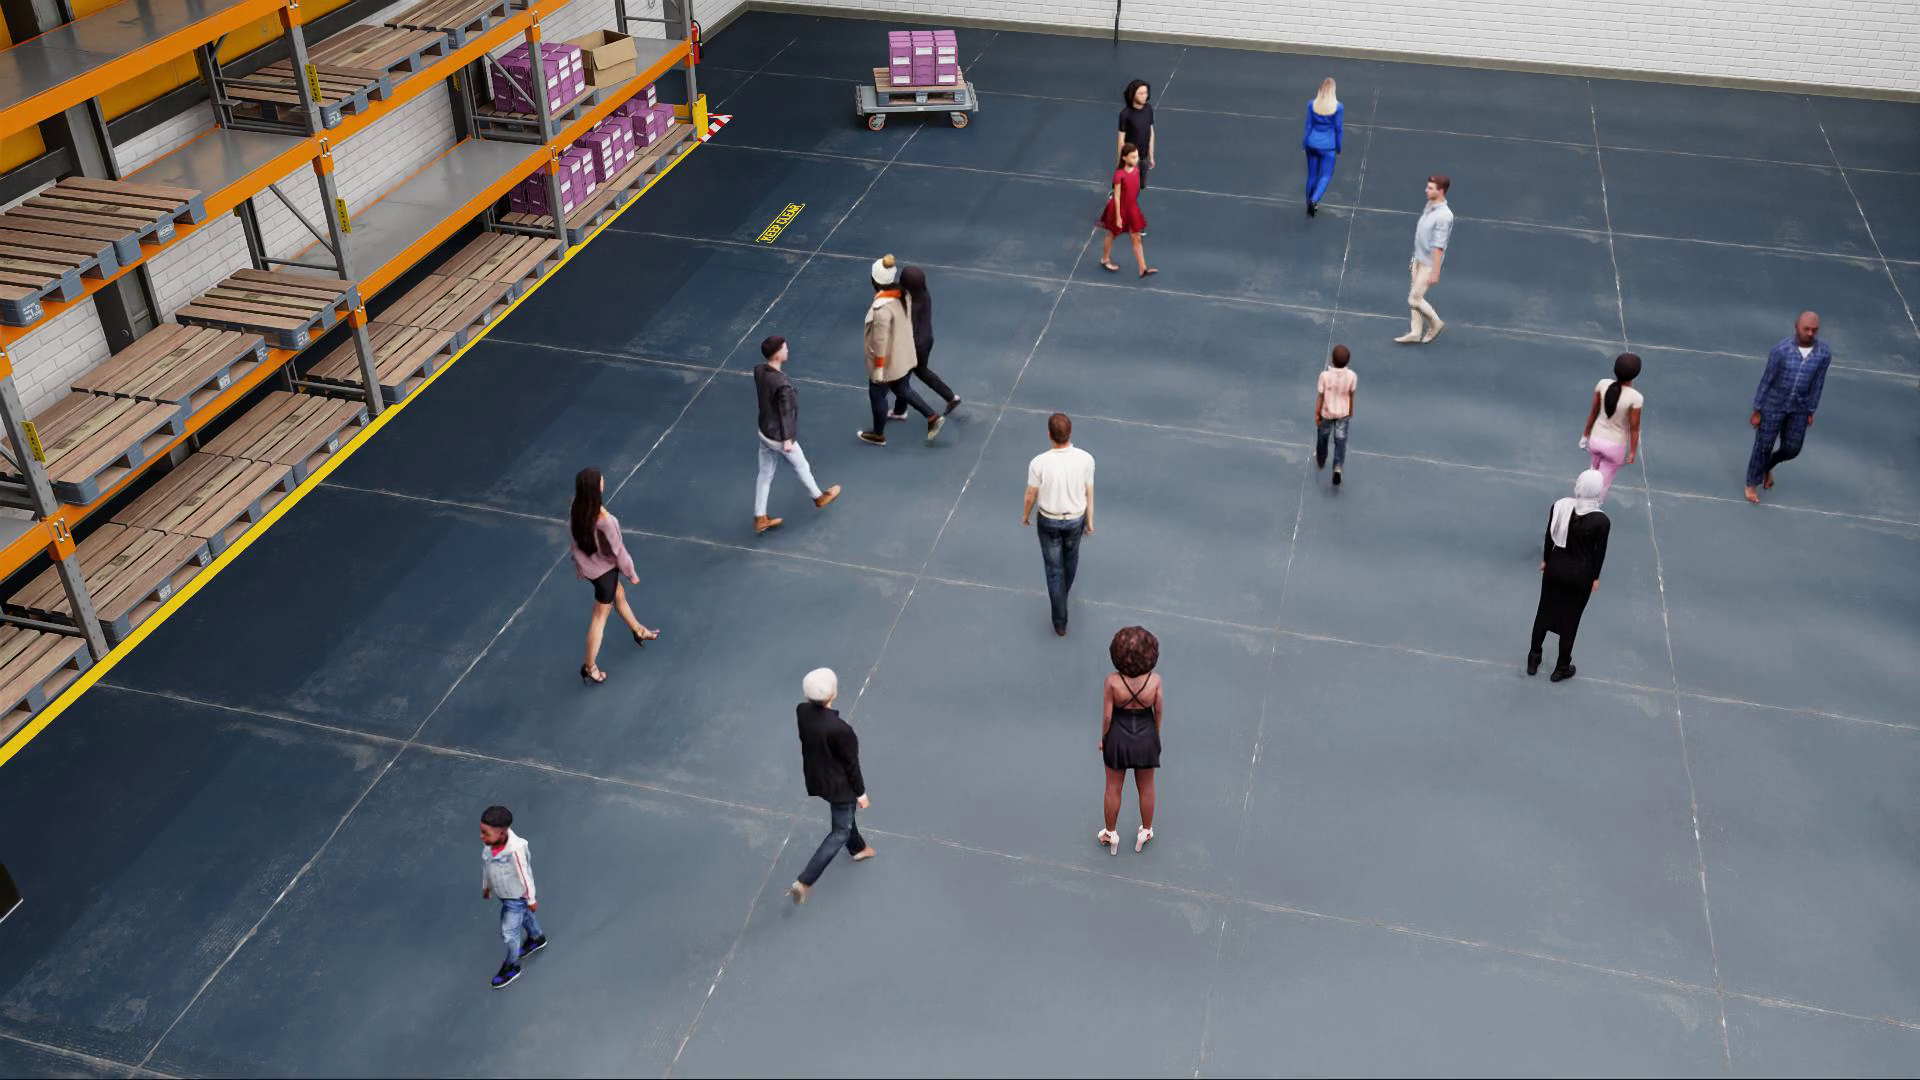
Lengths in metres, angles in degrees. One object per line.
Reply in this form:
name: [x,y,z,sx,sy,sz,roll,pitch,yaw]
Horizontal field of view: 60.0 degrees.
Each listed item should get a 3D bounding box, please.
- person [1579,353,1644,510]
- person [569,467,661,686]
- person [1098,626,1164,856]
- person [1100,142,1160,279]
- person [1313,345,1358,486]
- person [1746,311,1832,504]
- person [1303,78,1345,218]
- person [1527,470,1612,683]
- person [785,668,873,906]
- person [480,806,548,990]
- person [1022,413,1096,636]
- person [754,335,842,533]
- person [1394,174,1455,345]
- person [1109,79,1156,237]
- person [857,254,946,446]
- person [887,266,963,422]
person: [5.343,-0.757,13.868,0.755,1.728,0.708,-23,40,-30]
person: [-2.711,0.317,12.206,1.100,1.781,0.937,-28,43,-35]
person: [1.099,1.309,10.706,0.628,1.788,0.625,-1,34,-1]
person: [1.760,-3.667,18.442,1.038,1.513,1.005,-24,41,-32]
person: [3.346,-1.113,14.800,0.585,1.291,0.862,2,34,3]
person: [7.153,-1.203,14.471,0.713,1.804,0.712,5,34,8]
person: [4.239,-4.601,19.690,0.741,1.686,0.929,17,37,24]
person: [4.493,0.269,12.279,0.678,1.780,0.668,24,41,32]
person: [-0.805,1.581,10.520,1.172,1.767,1.102,-26,41,-33]
person: [-2.655,2.066,10.060,0.675,1.243,0.780,27,42,34]
person: [0.780,-0.085,12.766,0.933,1.831,1.116,-4,34,-6]
person: [-1.602,-0.848,13.939,1.196,1.802,1.050,-26,41,-33]
person: [4.825,-2.813,16.864,0.843,1.836,0.770,-4,34,-6]
person: [2.008,-4.531,19.473,1.036,1.810,1.055,-21,39,-28]
person: [-0.537,-1.692,15.140,0.853,1.878,1.019,10,35,15]
person: [-0.353,-1.814,15.581,0.719,1.594,0.933,9,35,13]
